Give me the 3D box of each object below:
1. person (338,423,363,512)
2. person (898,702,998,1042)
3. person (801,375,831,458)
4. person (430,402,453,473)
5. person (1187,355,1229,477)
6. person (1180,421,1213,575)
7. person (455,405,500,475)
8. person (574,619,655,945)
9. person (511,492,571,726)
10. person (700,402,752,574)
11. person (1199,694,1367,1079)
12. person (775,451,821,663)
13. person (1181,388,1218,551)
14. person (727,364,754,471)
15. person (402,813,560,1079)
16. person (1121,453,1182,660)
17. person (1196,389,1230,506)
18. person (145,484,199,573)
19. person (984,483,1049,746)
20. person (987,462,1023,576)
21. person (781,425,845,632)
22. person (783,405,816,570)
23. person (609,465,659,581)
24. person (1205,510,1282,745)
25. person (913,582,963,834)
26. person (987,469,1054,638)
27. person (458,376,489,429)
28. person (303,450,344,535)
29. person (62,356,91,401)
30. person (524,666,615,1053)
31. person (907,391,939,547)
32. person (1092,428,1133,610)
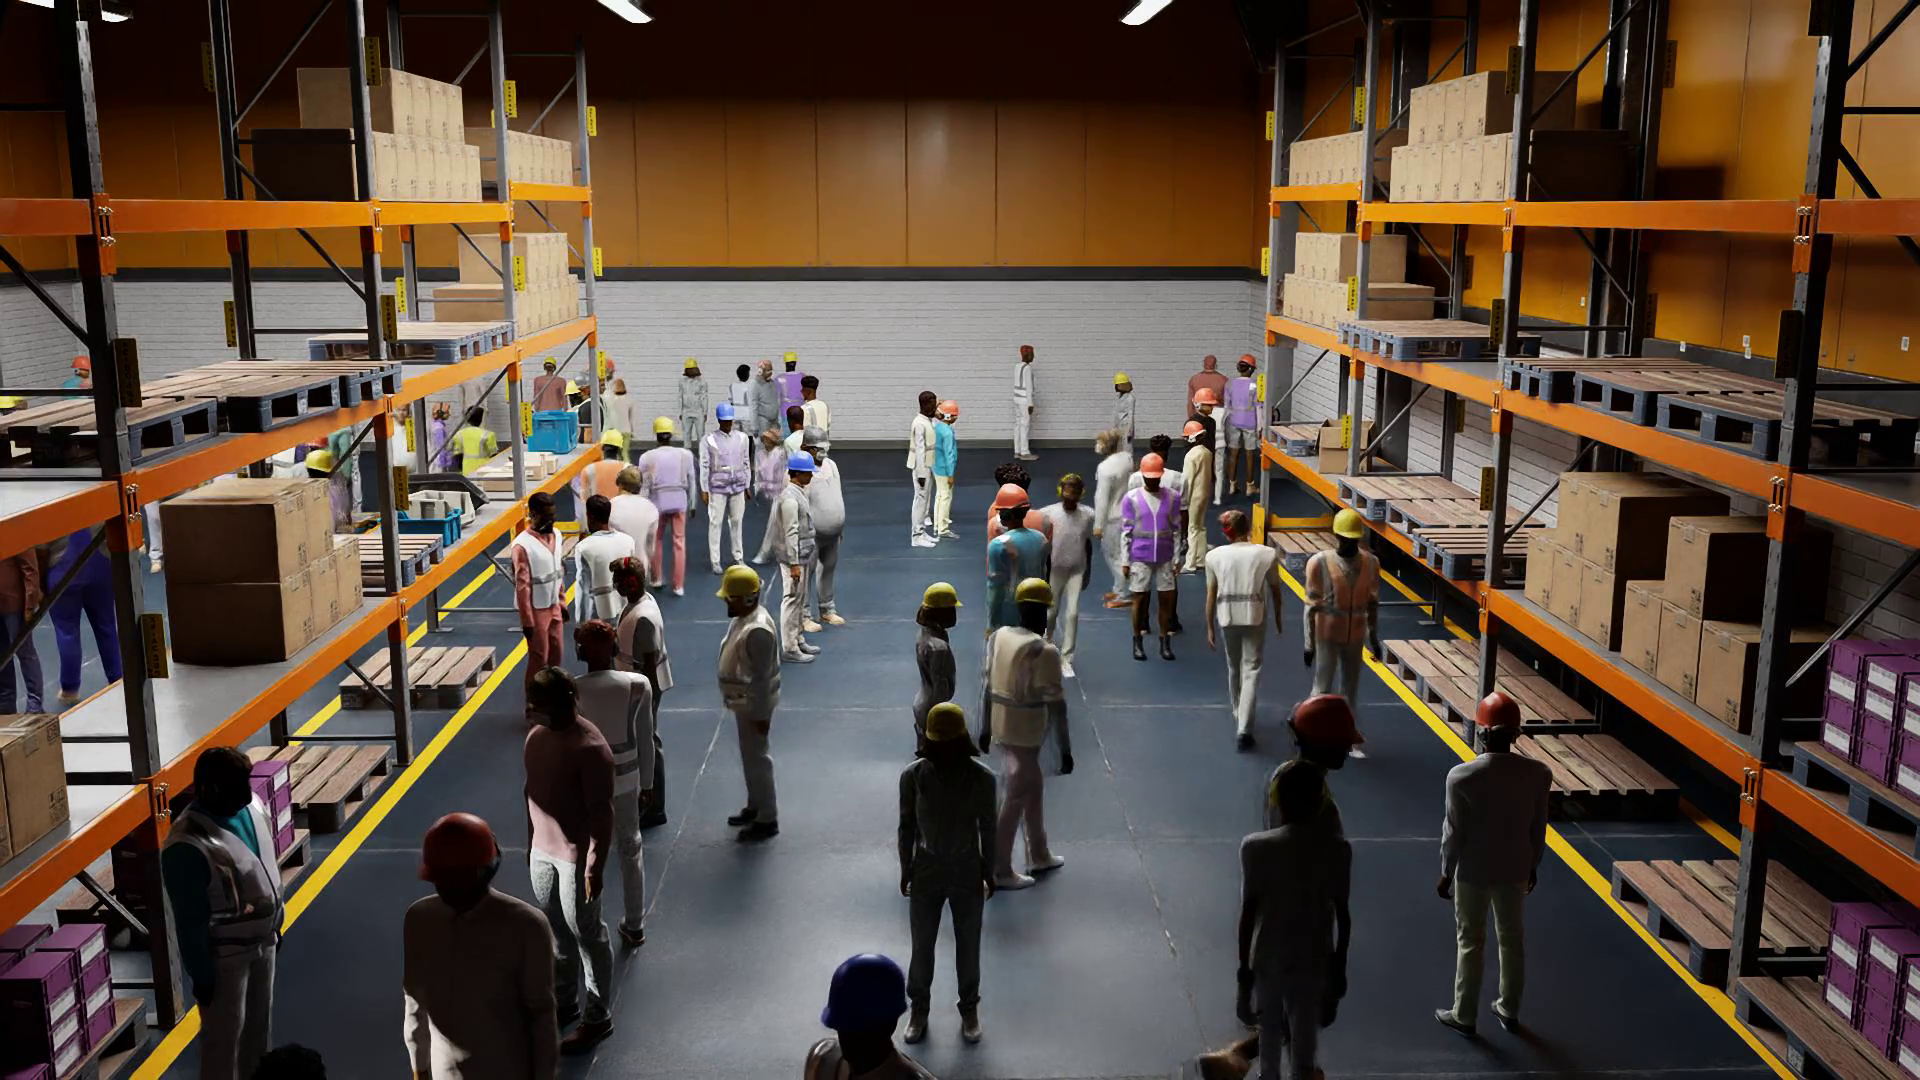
[{"bbox_3d":[-8.299,-1.184,22.337,0.321,1.738,0.484,11,16,43],"label":"person"},{"bbox_3d":[-0.061,1.633,8.191,0.490,1.743,0.324,0,11,2],"label":"person"},{"bbox_3d":[-1.913,-1.174,21.746,0.386,1.959,0.599,6,13,29],"label":"person"},{"bbox_3d":[-6.717,-0.975,21.556,0.314,1.631,0.523,-4,12,-20],"label":"person"},{"bbox_3d":[3.795,-1.875,25.378,0.651,1.904,0.403,2,11,9],"label":"person"},{"bbox_3d":[2.637,-0.477,18.794,0.355,1.736,0.575,7,13,31],"label":"person"},{"bbox_3d":[-5.979,-0.859,20.866,0.552,1.670,0.698,3,12,16],"label":"person"},{"bbox_3d":[-1.974,1.361,9.222,0.577,1.880,0.352,-5,12,-23],"label":"person"},{"bbox_3d":[-3.332,0.551,13.210,0.386,1.904,0.603,3,12,17],"label":"person"},{"bbox_3d":[-2.641,-0.591,18.824,0.614,1.946,0.390,-7,13,-31],"label":"person"},{"bbox_3d":[1.469,1.656,7.380,0.741,2.023,0.631,-1,11,-6],"label":"person"},{"bbox_3d":[-1.475,0.150,15.143,0.415,1.939,0.605,0,11,2],"label":"person"},{"bbox_3d":[2.889,-0.832,19.916,0.394,1.994,0.612,9,15,39],"label":"person"},{"bbox_3d":[-3.410,-1.916,26.127,0.537,1.689,0.318,6,13,27],"label":"person"},{"bbox_3d":[-1.759,1.934,6.082,0.618,1.986,0.408,3,12,14],"label":"person"},{"bbox_3d":[1.751,0.152,15.168,0.553,1.924,0.391,-1,11,-5],"label":"person"},{"bbox_3d":[3.514,-1.312,23.313,0.535,1.594,0.848,-1,11,-5],"label":"person"},{"bbox_3d":[-8.979,-0.643,18.858,0.684,2.000,0.537,-4,12,-17],"label":"person"},{"bbox_3d":[0.414,0.577,12.777,0.419,2.035,0.602,10,15,42],"label":"person"},{"bbox_3d":[0.416,0.309,14.268,0.368,1.966,0.603,-3,12,-14],"label":"person"},{"bbox_3d":[-1.381,-0.124,16.256,0.535,2.000,0.681,9,15,39],"label":"person"},{"bbox_3d":[-1.795,-0.568,18.802,0.392,1.914,0.587,6,13,27],"label":"person"},{"bbox_3d":[-2.964,0.295,14.491,0.534,1.907,0.662,11,16,43],"label":"person"},{"bbox_3d":[2.193,0.665,12.958,0.600,1.790,0.946,3,12,15],"label":"person"},{"bbox_3d":[-0.154,1.126,10.771,0.352,1.734,0.483,-2,12,-11],"label":"person"},{"bbox_3d":[0.497,0.380,13.951,0.603,1.957,0.385,-5,13,-26],"label":"person"},{"bbox_3d":[-8.048,-2.175,27.553,0.507,1.636,0.273,3,12,13],"label":"person"},{"bbox_3d":[-5.937,0.118,15.362,0.424,1.910,0.627,5,12,25],"label":"person"},{"bbox_3d":[-12.834,-1.715,24.409,0.432,1.980,0.623,4,12,19],"label":"person"},{"bbox_3d":[-1.933,1.543,8.168,0.627,1.934,0.372,10,15,42],"label":"person"},{"bbox_3d":[-0.459,-0.872,20.337,0.379,1.912,0.591,1,11,4],"label":"person"},{"bbox_3d":[1.571,-0.207,17.011,0.457,1.908,0.667,4,12,19],"label":"person"}]
